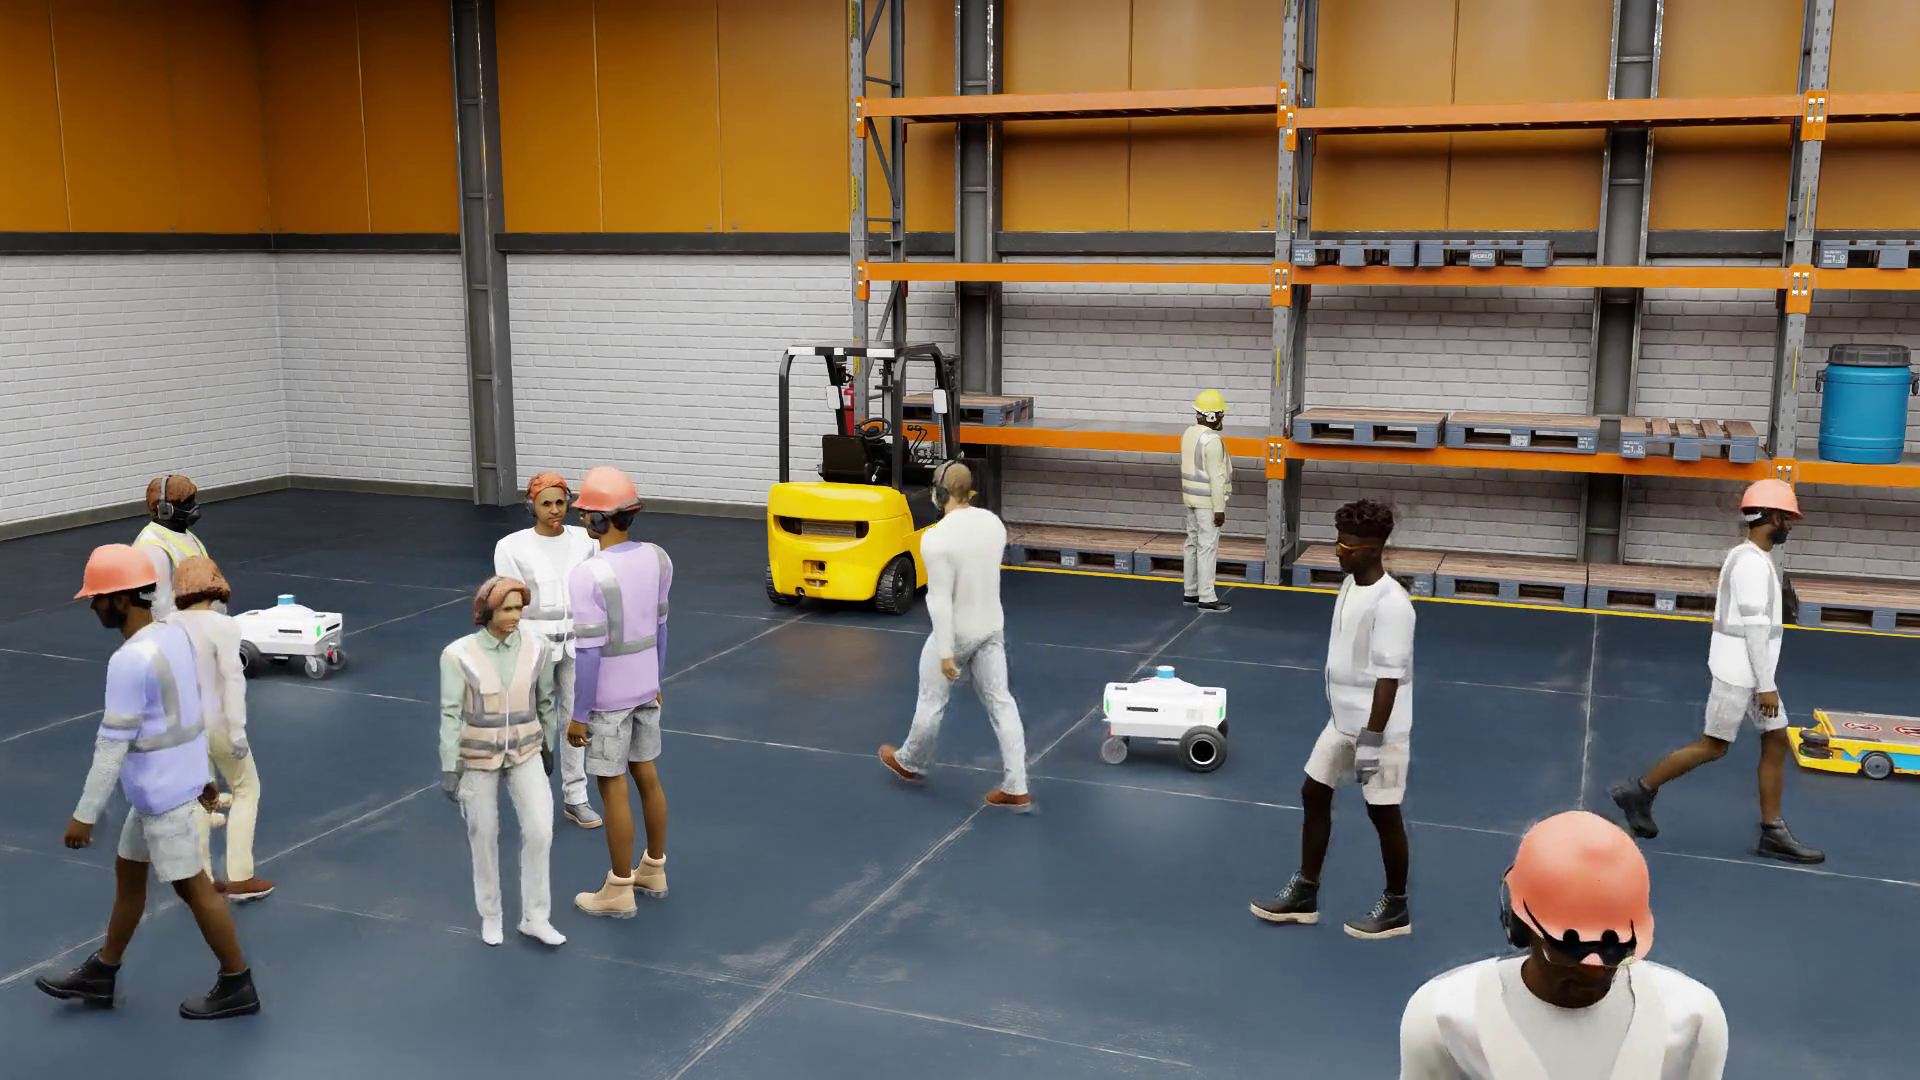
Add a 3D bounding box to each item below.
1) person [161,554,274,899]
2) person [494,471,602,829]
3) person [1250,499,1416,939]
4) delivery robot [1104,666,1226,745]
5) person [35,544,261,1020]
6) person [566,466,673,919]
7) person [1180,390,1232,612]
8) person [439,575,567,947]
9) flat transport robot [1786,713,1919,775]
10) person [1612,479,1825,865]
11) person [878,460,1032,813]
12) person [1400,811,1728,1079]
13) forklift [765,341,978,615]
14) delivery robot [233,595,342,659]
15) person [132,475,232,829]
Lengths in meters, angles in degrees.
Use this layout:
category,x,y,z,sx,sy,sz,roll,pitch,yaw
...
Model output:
category,x,y,z,sx,sy,sz,roll,pitch,yaw
person,-3.482,0.868,7.677,0.540,1.599,0.425,4,11,22
person,-2.081,0.582,8.516,0.584,1.882,0.339,-8,13,-38
person,1.627,0.787,7.207,0.788,1.939,0.637,-2,10,-9
delivery robot,1.195,0.980,9.724,0.707,0.478,0.477,1,10,9
person,-3.215,0.960,6.391,0.964,1.888,0.567,-2,10,-11
person,-1.549,0.682,7.503,0.365,2.047,0.608,5,11,26
person,2.034,-0.323,13.696,0.404,1.831,0.600,-3,11,-18
person,-1.952,0.967,7.091,0.562,1.625,0.499,-6,12,-30
flat transport robot,5.590,1.199,9.570,1.431,0.197,0.652,4,11,20
person,3.818,0.628,8.270,0.937,1.884,0.568,6,12,31
person,-0.014,0.501,8.992,0.623,1.874,1.080,-9,14,-42
person,1.178,1.441,3.415,0.635,2.009,0.833,1,10,4
forklift,-0.739,-0.602,14.246,1.214,2.155,2.313,4,11,21
delivery robot,-4.729,0.628,11.698,0.707,0.478,0.477,2,10,10
person,-4.045,0.573,8.682,0.429,1.845,0.621,-2,10,-13
